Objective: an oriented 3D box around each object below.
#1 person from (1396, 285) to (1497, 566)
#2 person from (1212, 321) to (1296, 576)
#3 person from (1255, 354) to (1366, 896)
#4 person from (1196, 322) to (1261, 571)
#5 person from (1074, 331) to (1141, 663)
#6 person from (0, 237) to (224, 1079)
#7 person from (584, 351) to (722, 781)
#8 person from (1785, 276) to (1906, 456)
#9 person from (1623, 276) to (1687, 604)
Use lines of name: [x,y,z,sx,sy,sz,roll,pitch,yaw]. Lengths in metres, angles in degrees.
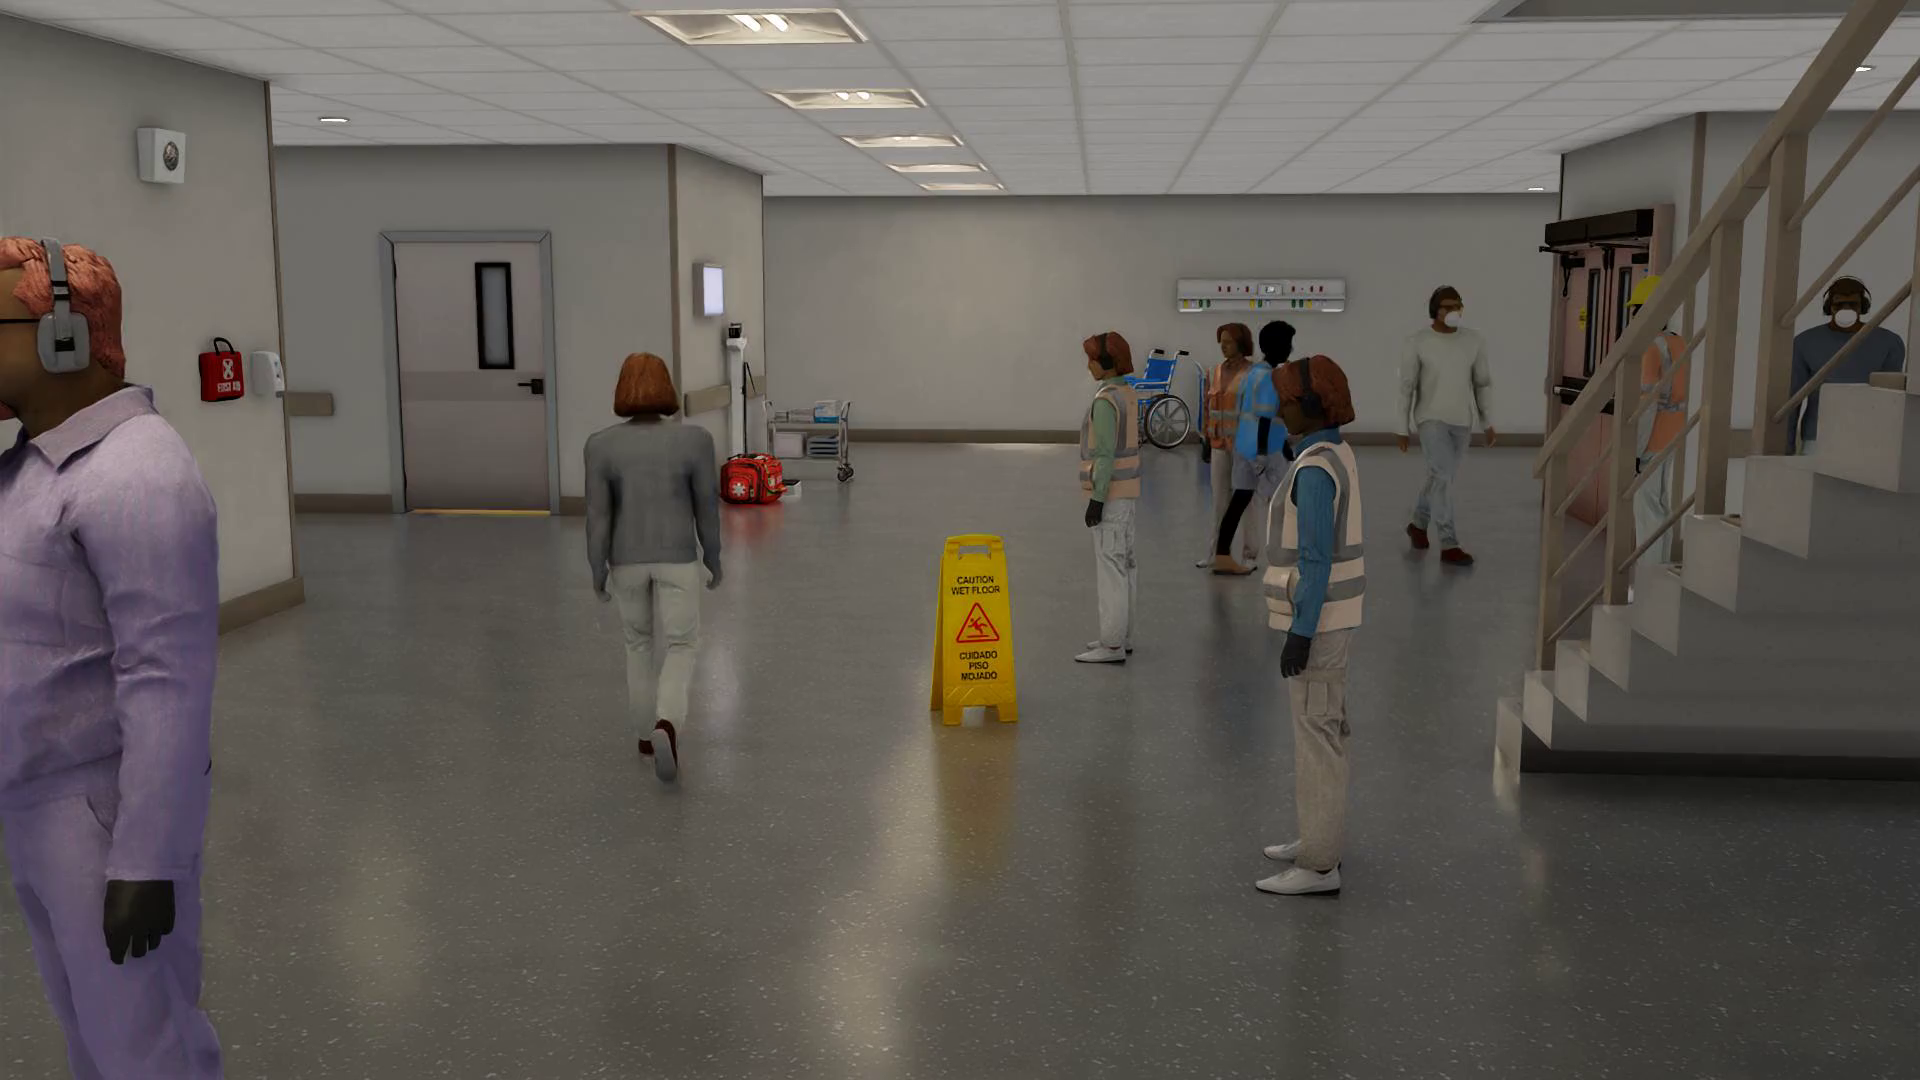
person: [3.325,-0.814,11.539,0.635,1.902,1.030,-2,9,-14]
person: [2.023,-0.572,10.660,0.826,1.647,0.534,-1,8,-4]
person: [1.073,0.259,5.061,0.309,1.640,0.514,3,9,17]
person: [1.804,-0.605,10.934,0.313,1.639,0.517,-7,11,-40]
person: [0.744,-0.208,8.242,0.308,1.639,0.510,3,9,17]
person: [-1.464,0.461,2.783,0.409,1.907,0.651,-7,11,-41]
person: [-1.168,0.092,6.294,0.503,1.607,0.702,0,8,0]
person: [5.058,-0.548,9.584,0.639,1.928,0.374,3,9,19]
person: [4.046,-0.579,9.781,0.370,1.927,0.588,6,10,36]
